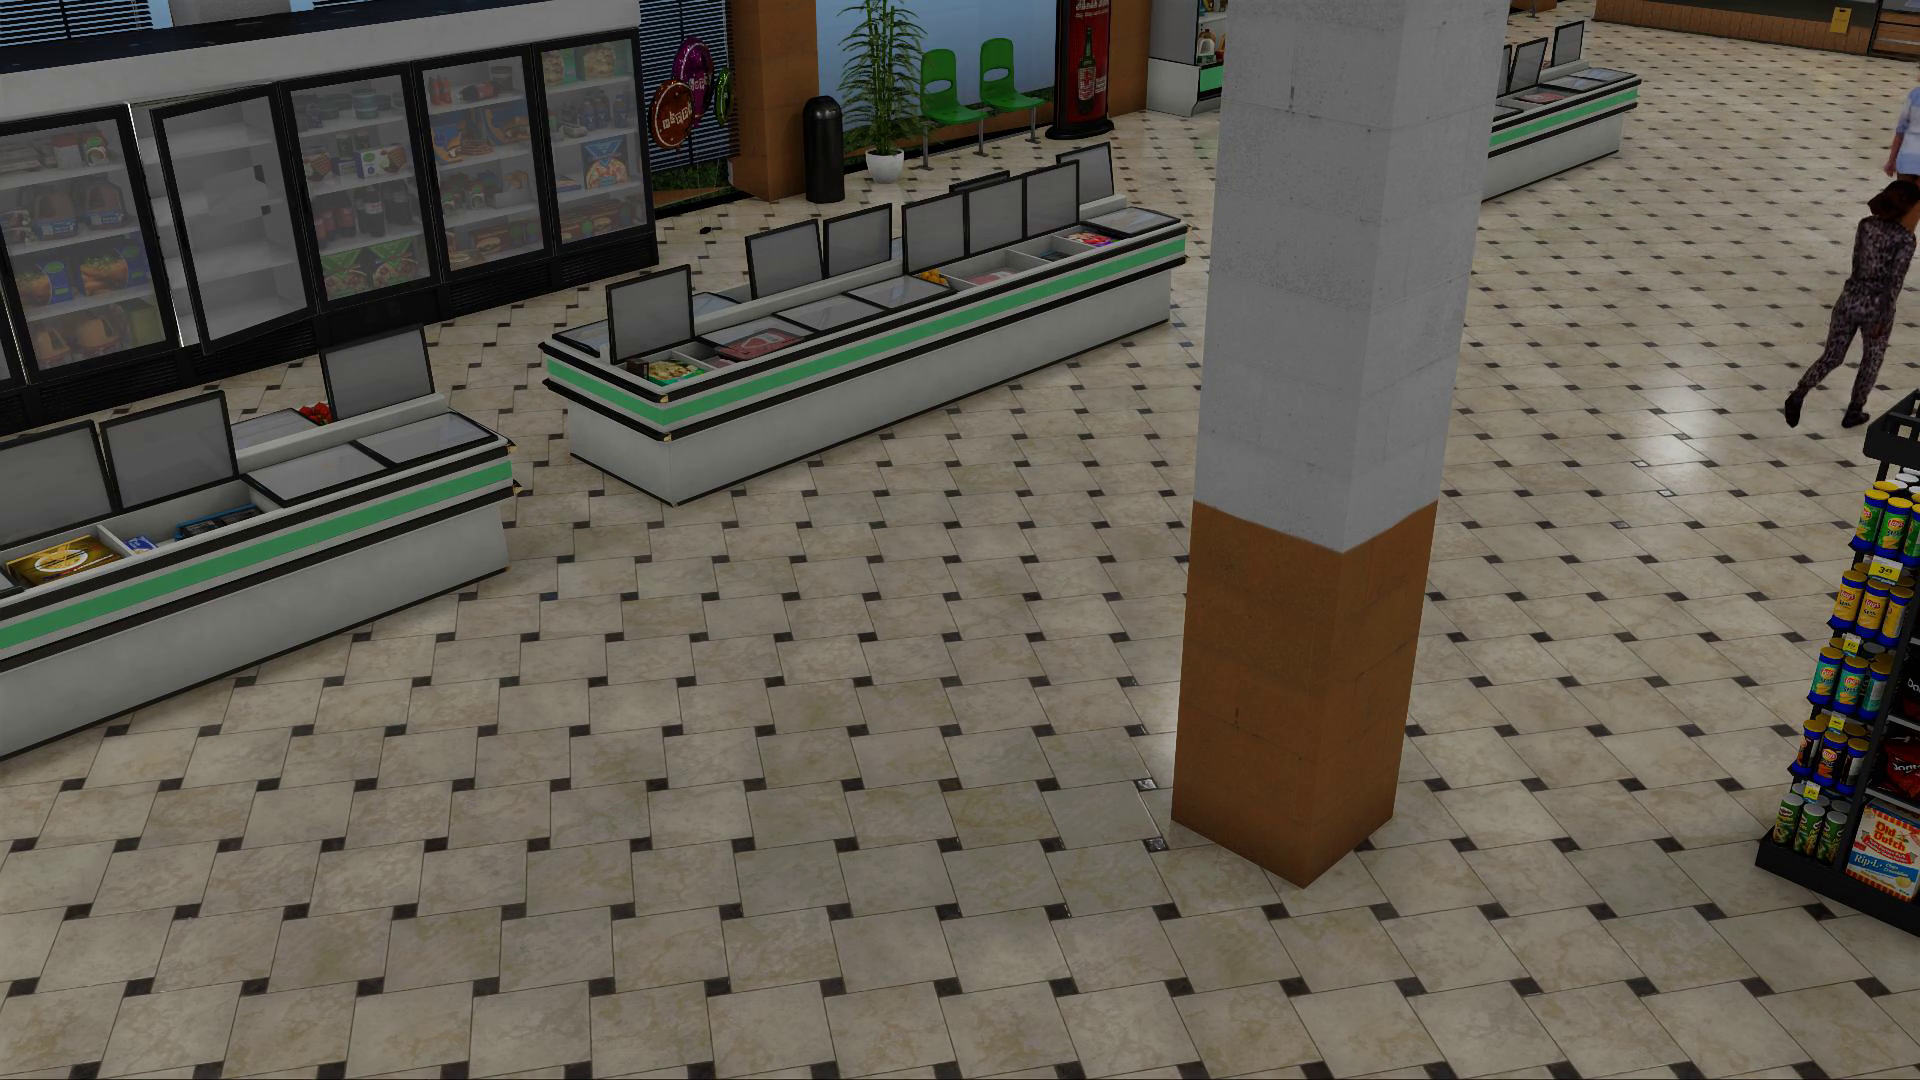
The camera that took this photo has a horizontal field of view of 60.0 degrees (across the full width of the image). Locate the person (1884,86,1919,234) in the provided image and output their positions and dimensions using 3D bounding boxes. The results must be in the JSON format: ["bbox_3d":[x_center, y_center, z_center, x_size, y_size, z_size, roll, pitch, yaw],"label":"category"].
[{"bbox_3d":[8.062,-3.154,13.963,0.666,1.796,0.704,-23,35,-37],"label":"person"}]

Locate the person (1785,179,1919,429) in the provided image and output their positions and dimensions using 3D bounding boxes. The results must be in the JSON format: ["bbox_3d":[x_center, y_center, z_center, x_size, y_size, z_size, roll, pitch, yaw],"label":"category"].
[{"bbox_3d":[5.786,-1.473,10.762,1.099,1.693,0.746,-14,30,-26],"label":"person"}]
